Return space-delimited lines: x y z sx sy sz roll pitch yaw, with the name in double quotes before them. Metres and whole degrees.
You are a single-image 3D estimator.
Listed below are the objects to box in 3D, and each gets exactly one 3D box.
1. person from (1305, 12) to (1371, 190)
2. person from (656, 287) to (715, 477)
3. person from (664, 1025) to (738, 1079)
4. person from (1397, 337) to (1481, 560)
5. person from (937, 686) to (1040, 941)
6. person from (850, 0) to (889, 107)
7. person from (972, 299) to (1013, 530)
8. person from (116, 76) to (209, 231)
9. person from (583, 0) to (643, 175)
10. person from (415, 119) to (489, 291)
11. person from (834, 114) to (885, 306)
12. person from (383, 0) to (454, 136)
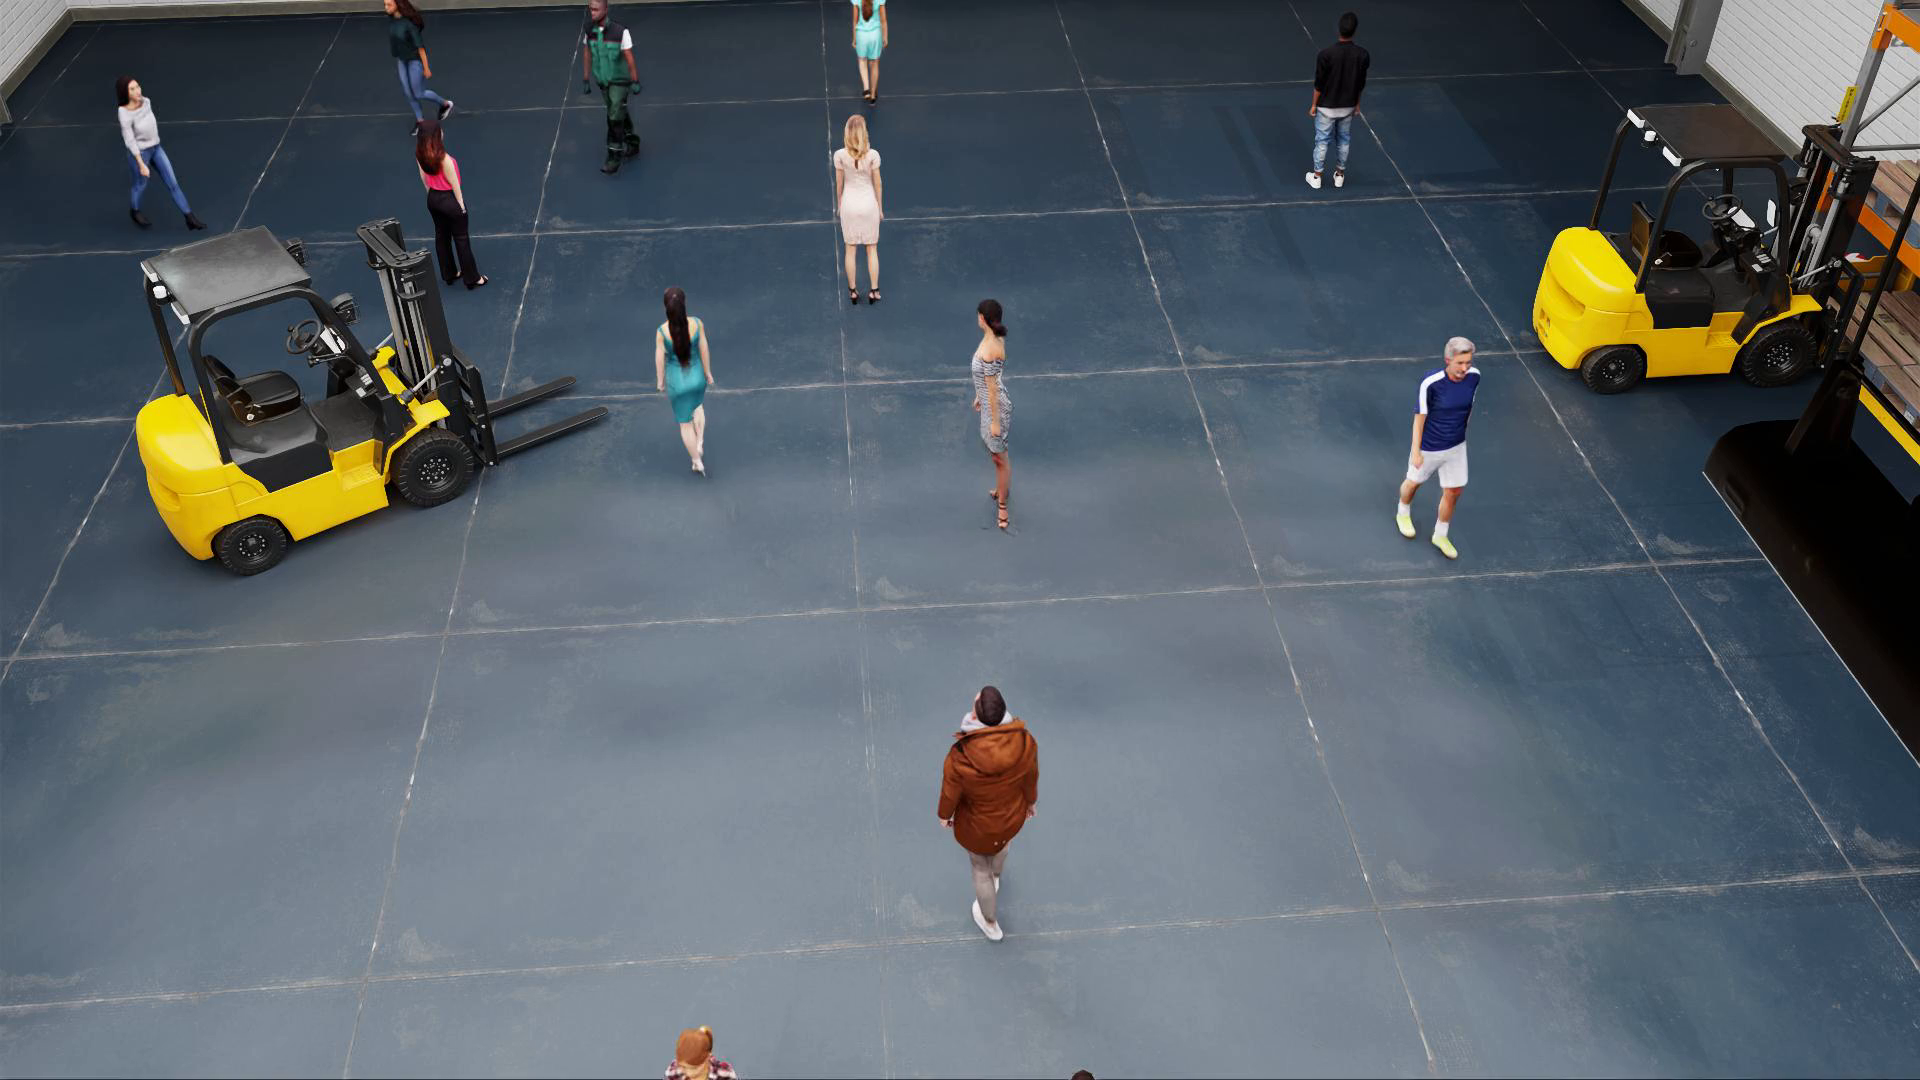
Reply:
"person" 3.829 -4.449 16.875 0.690 1.815 0.590 -2 39 -2
"person" -2.100 -1.182 12.897 0.669 1.675 0.696 -17 42 -20
"person" -1.230 2.794 8.226 0.641 1.290 0.771 6 39 7
"person" 3.489 -0.775 12.277 0.734 1.812 0.905 -9 39 -11
"person" 0.206 1.588 9.310 0.867 1.822 0.958 -16 41 -19
"person" -1.016 -5.570 18.493 0.564 1.548 0.590 0 39 0
"person" 0.302 -0.917 12.465 0.761 1.800 0.489 -9 40 -11
"person" -7.978 -3.726 16.153 0.958 1.587 1.091 12 40 15
"person" -3.557 -4.752 17.338 1.027 1.711 1.184 16 41 19
"person" -4.717 -3.090 15.297 0.658 1.660 0.681 18 42 22
"person" -0.912 -2.967 15.008 0.599 1.829 0.540 1 39 2
"person" -5.860 -5.183 17.970 0.855 1.597 0.921 28 46 30
